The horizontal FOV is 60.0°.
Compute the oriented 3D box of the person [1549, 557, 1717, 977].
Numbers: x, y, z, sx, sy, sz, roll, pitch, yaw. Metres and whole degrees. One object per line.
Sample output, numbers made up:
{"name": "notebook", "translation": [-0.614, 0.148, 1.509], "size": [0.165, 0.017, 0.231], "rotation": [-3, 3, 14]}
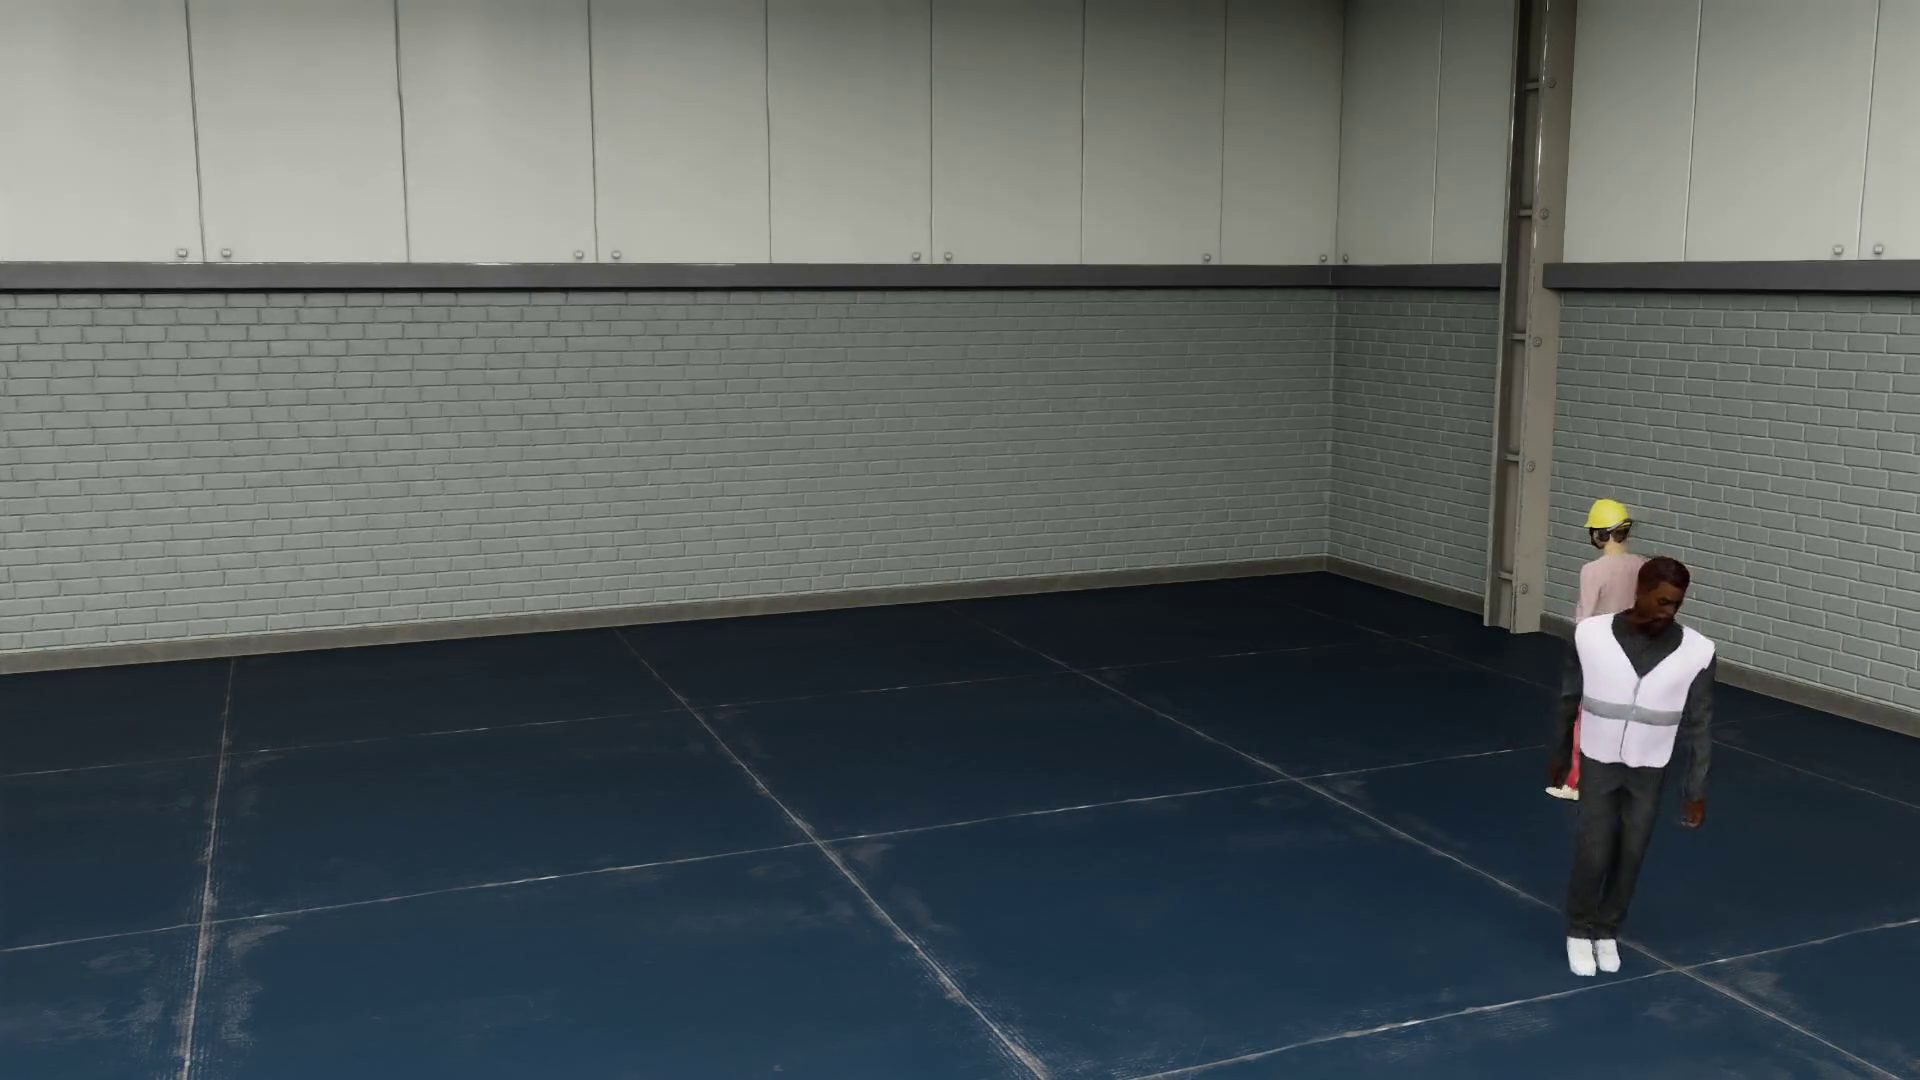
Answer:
{"name": "person", "translation": [2.871, 0.972, 7.135], "size": [0.618, 1.868, 0.550], "rotation": [2, 9, 15]}

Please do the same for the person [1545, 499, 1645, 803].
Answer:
{"name": "person", "translation": [3.699, 0.642, 9.580], "size": [0.541, 1.764, 0.345], "rotation": [-5, 10, -28]}
